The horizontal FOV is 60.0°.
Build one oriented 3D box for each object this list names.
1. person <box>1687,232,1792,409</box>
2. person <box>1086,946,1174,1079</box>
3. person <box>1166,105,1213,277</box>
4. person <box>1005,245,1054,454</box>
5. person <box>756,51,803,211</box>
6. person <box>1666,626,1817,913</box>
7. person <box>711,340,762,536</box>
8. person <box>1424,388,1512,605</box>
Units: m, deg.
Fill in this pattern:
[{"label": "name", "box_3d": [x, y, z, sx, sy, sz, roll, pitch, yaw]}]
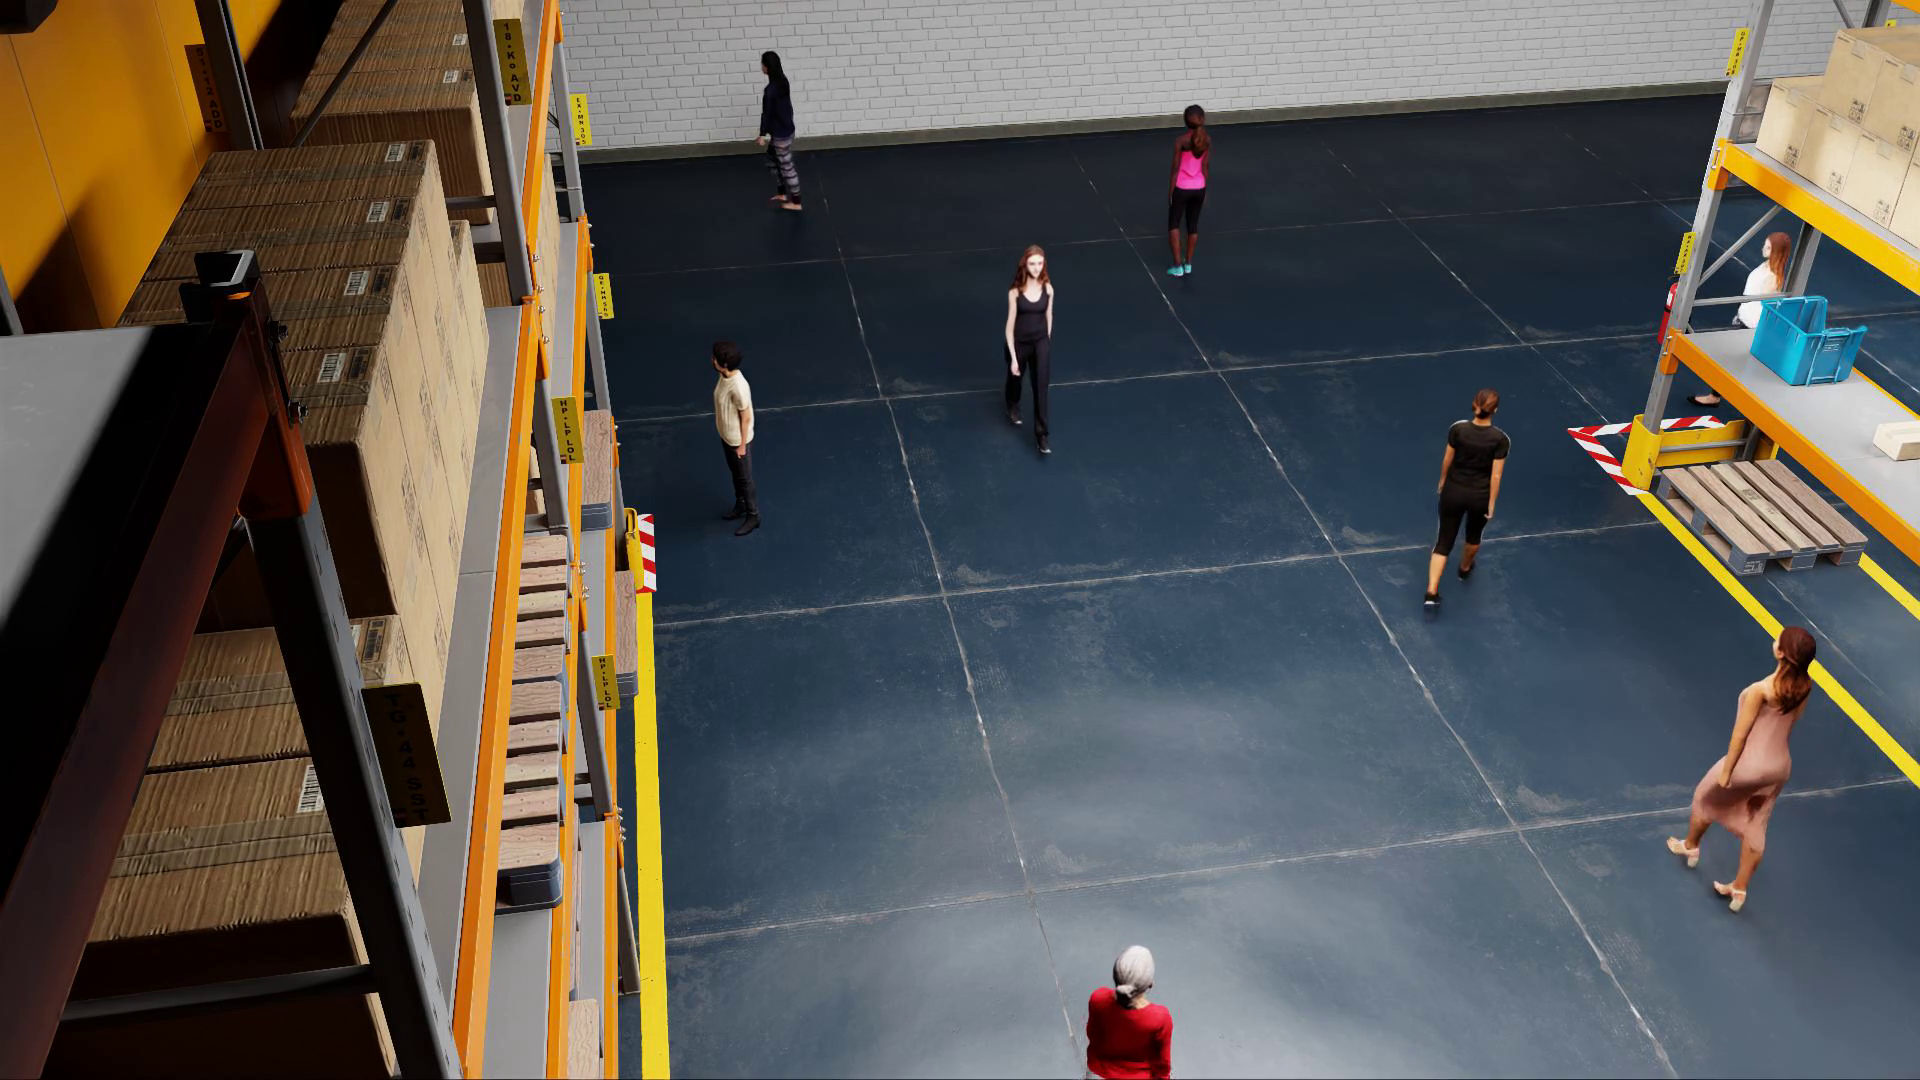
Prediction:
[{"label": "person", "box_3d": [6.676, -1.749, 13.764, 1.099, 1.684, 1.081, 20, 39, 27]}, {"label": "person", "box_3d": [0.701, 2.501, 7.378, 0.741, 1.674, 0.864, 9, 35, 13]}, {"label": "person", "box_3d": [2.236, -3.385, 16.189, 0.564, 1.725, 0.683, -7, 34, -10]}, {"label": "person", "box_3d": [0.520, -1.614, 13.545, 0.627, 1.701, 1.130, -8, 34, -11]}, {"label": "person", "box_3d": [-1.813, -4.290, 17.558, 0.789, 1.717, 0.723, 9, 35, 13]}, {"label": "person", "box_3d": [4.387, 1.302, 9.062, 0.654, 1.808, 0.821, -8, 34, -12]}, {"label": "person", "box_3d": [-1.668, -0.776, 12.387, 0.699, 1.588, 0.502, -14, 36, -21]}, {"label": "person", "box_3d": [3.505, -0.271, 11.583, 1.025, 1.637, 1.132, 18, 38, 25]}]
